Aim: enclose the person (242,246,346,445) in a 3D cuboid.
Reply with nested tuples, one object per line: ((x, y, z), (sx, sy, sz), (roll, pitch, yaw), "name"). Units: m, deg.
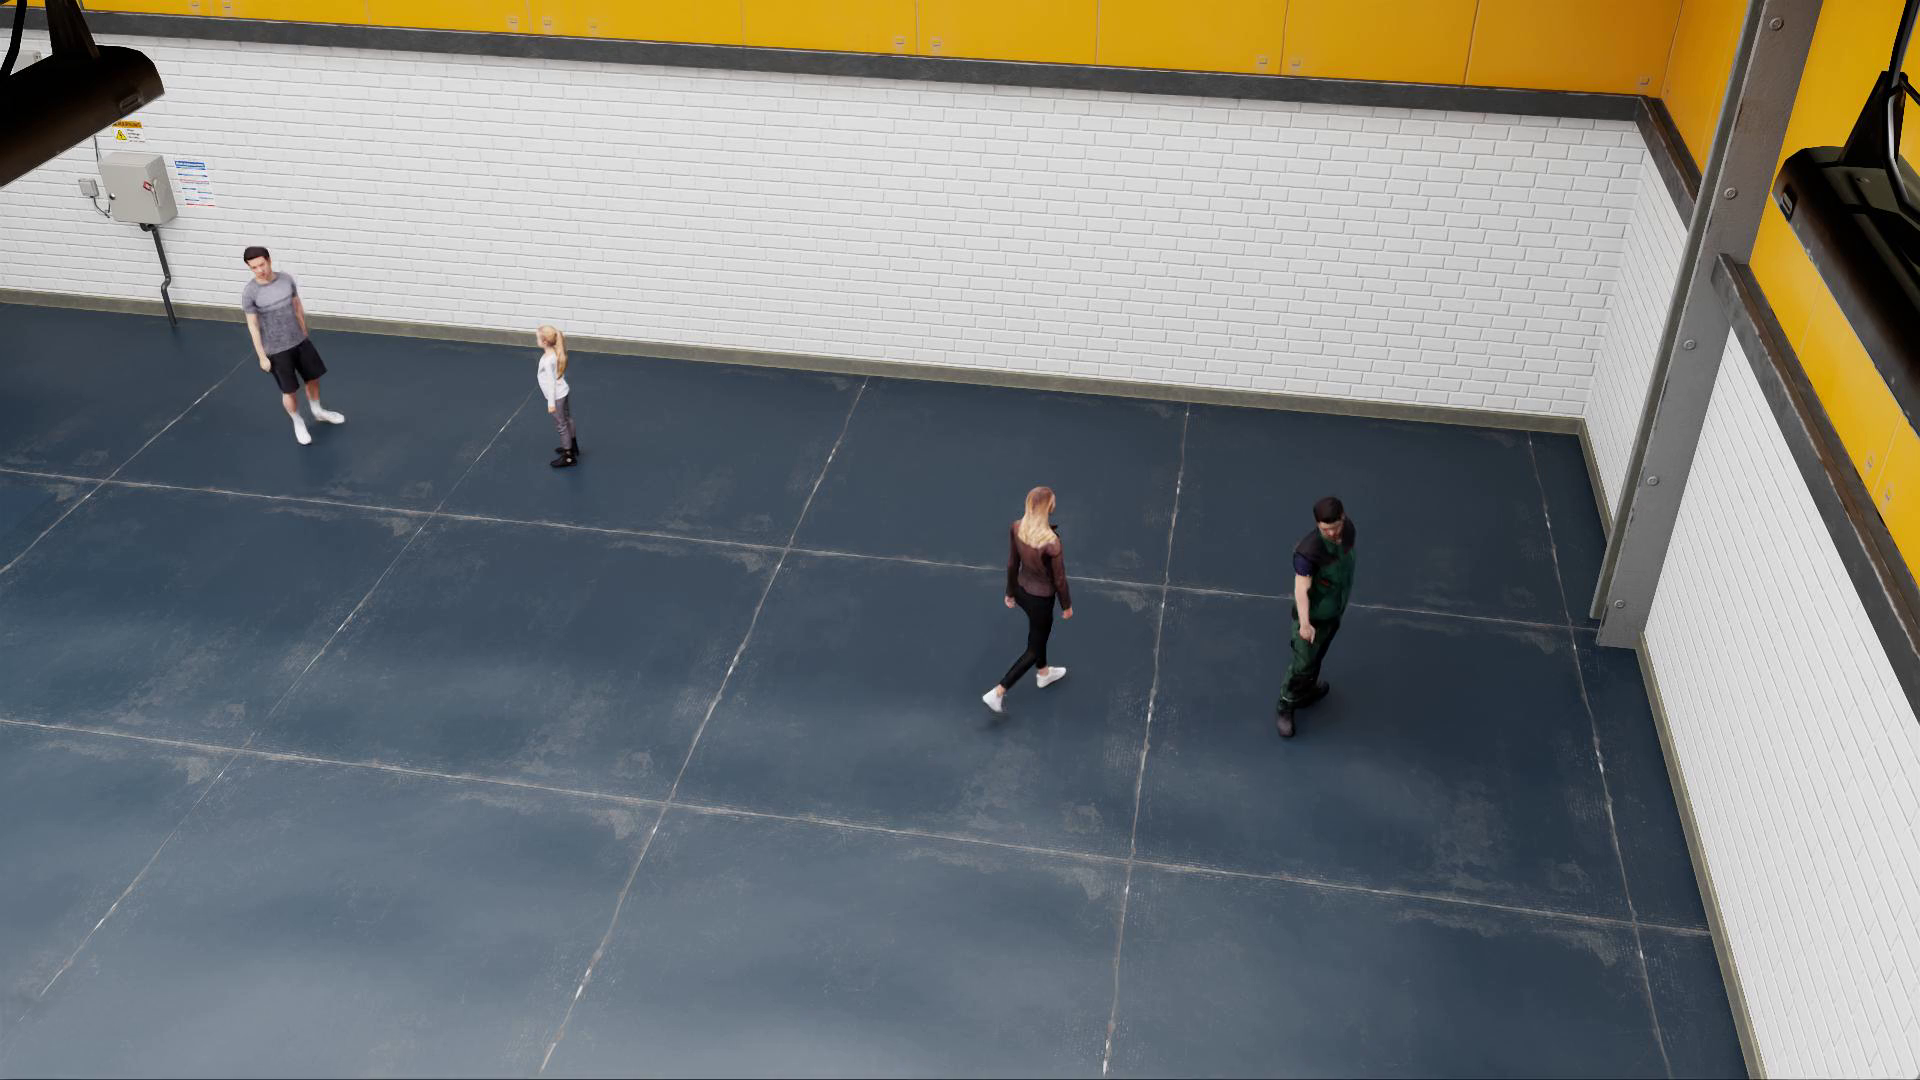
((-5.769, -1.695, 14.209), (0.954, 1.839, 0.794), (15, 36, 21), "person")

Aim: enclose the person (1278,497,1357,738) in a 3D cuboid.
((2.373, 0.411, 11.008), (0.983, 1.875, 0.793), (16, 37, 22), "person")

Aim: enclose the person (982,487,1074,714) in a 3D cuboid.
((0.447, 0.435, 11.148), (1.099, 1.679, 1.027), (-23, 40, -30), "person")

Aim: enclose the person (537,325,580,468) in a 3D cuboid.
((-3.387, -1.227, 14.011), (0.567, 1.279, 0.453), (2, 34, 2), "person")
